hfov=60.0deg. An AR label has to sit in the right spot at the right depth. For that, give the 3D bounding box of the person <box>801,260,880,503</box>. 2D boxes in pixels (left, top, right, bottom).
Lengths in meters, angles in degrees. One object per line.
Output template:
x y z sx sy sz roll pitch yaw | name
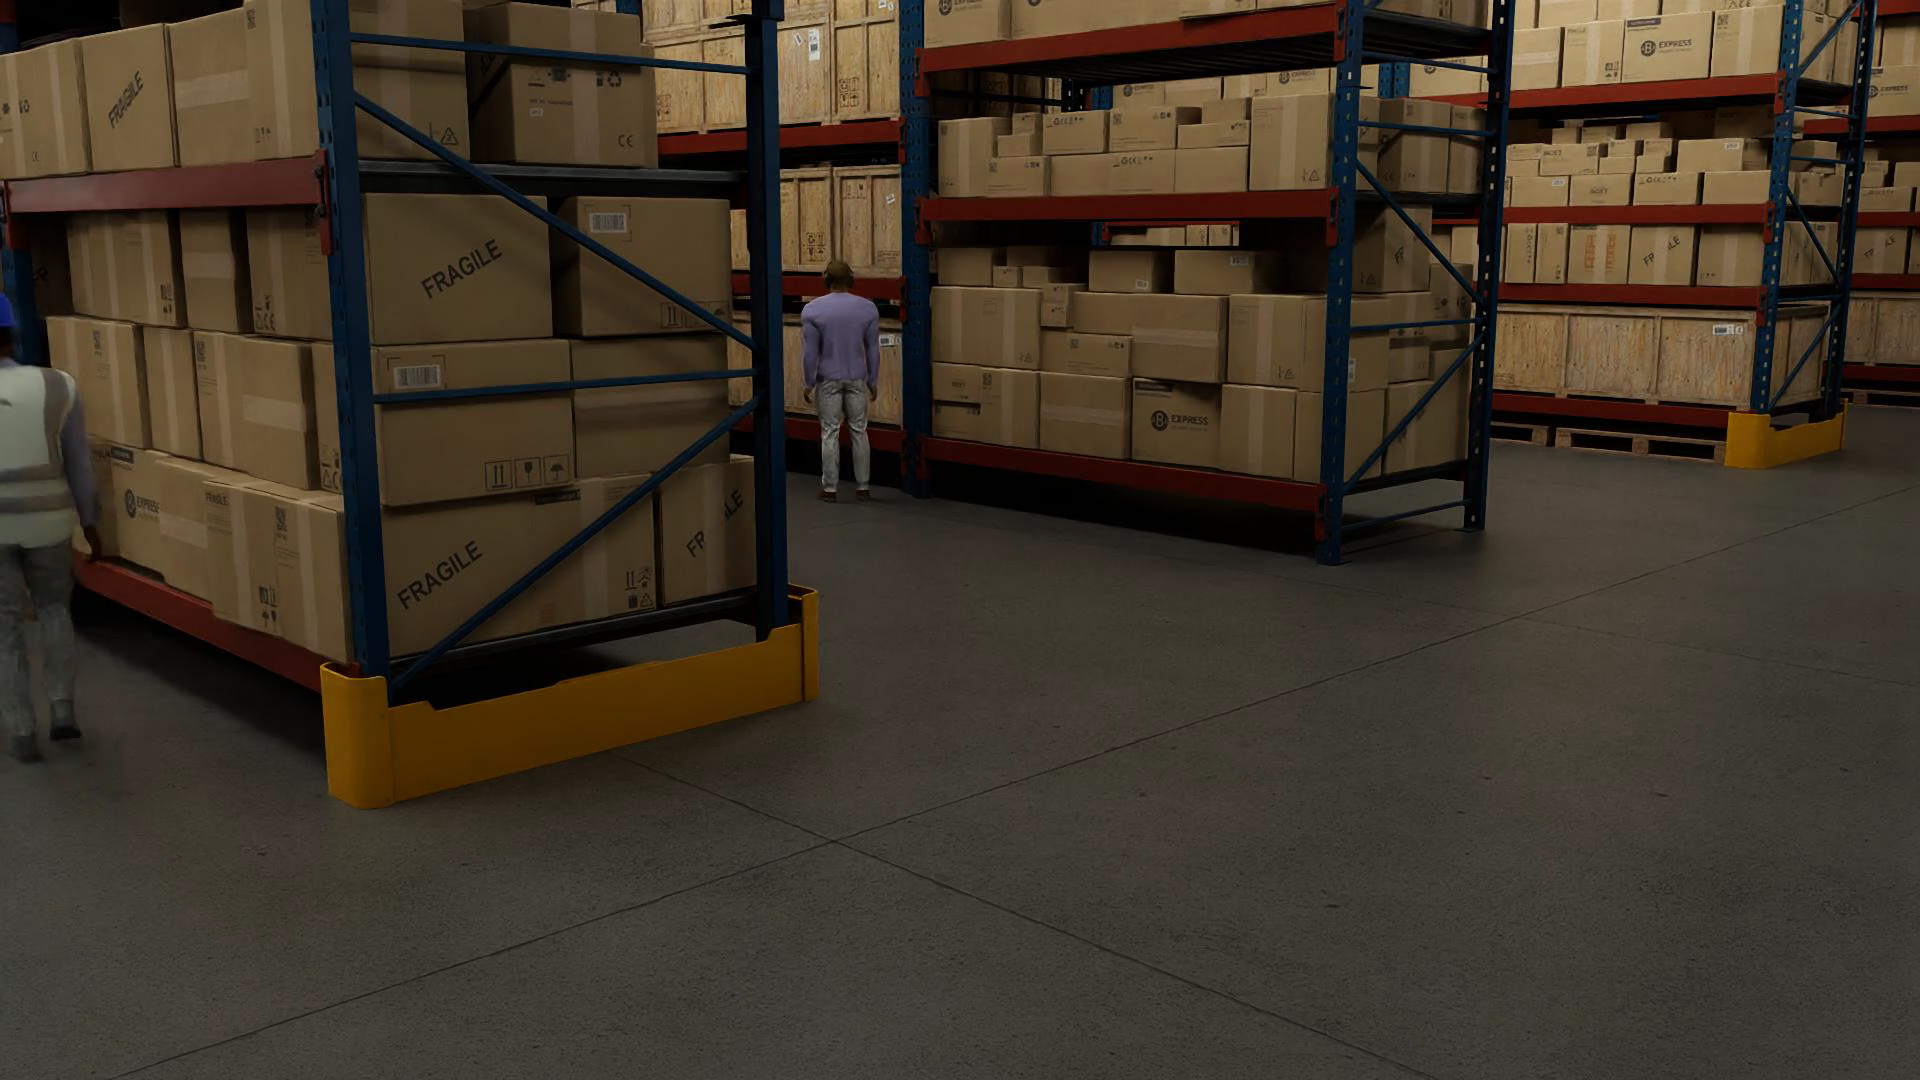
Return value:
-0.954 -1.259 13.295 0.629 1.936 0.371 -3 11 -14 | person

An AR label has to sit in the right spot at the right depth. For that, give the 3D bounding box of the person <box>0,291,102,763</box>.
-3.841 -0.054 6.729 0.640 1.932 0.443 -8 13 -38 | person
